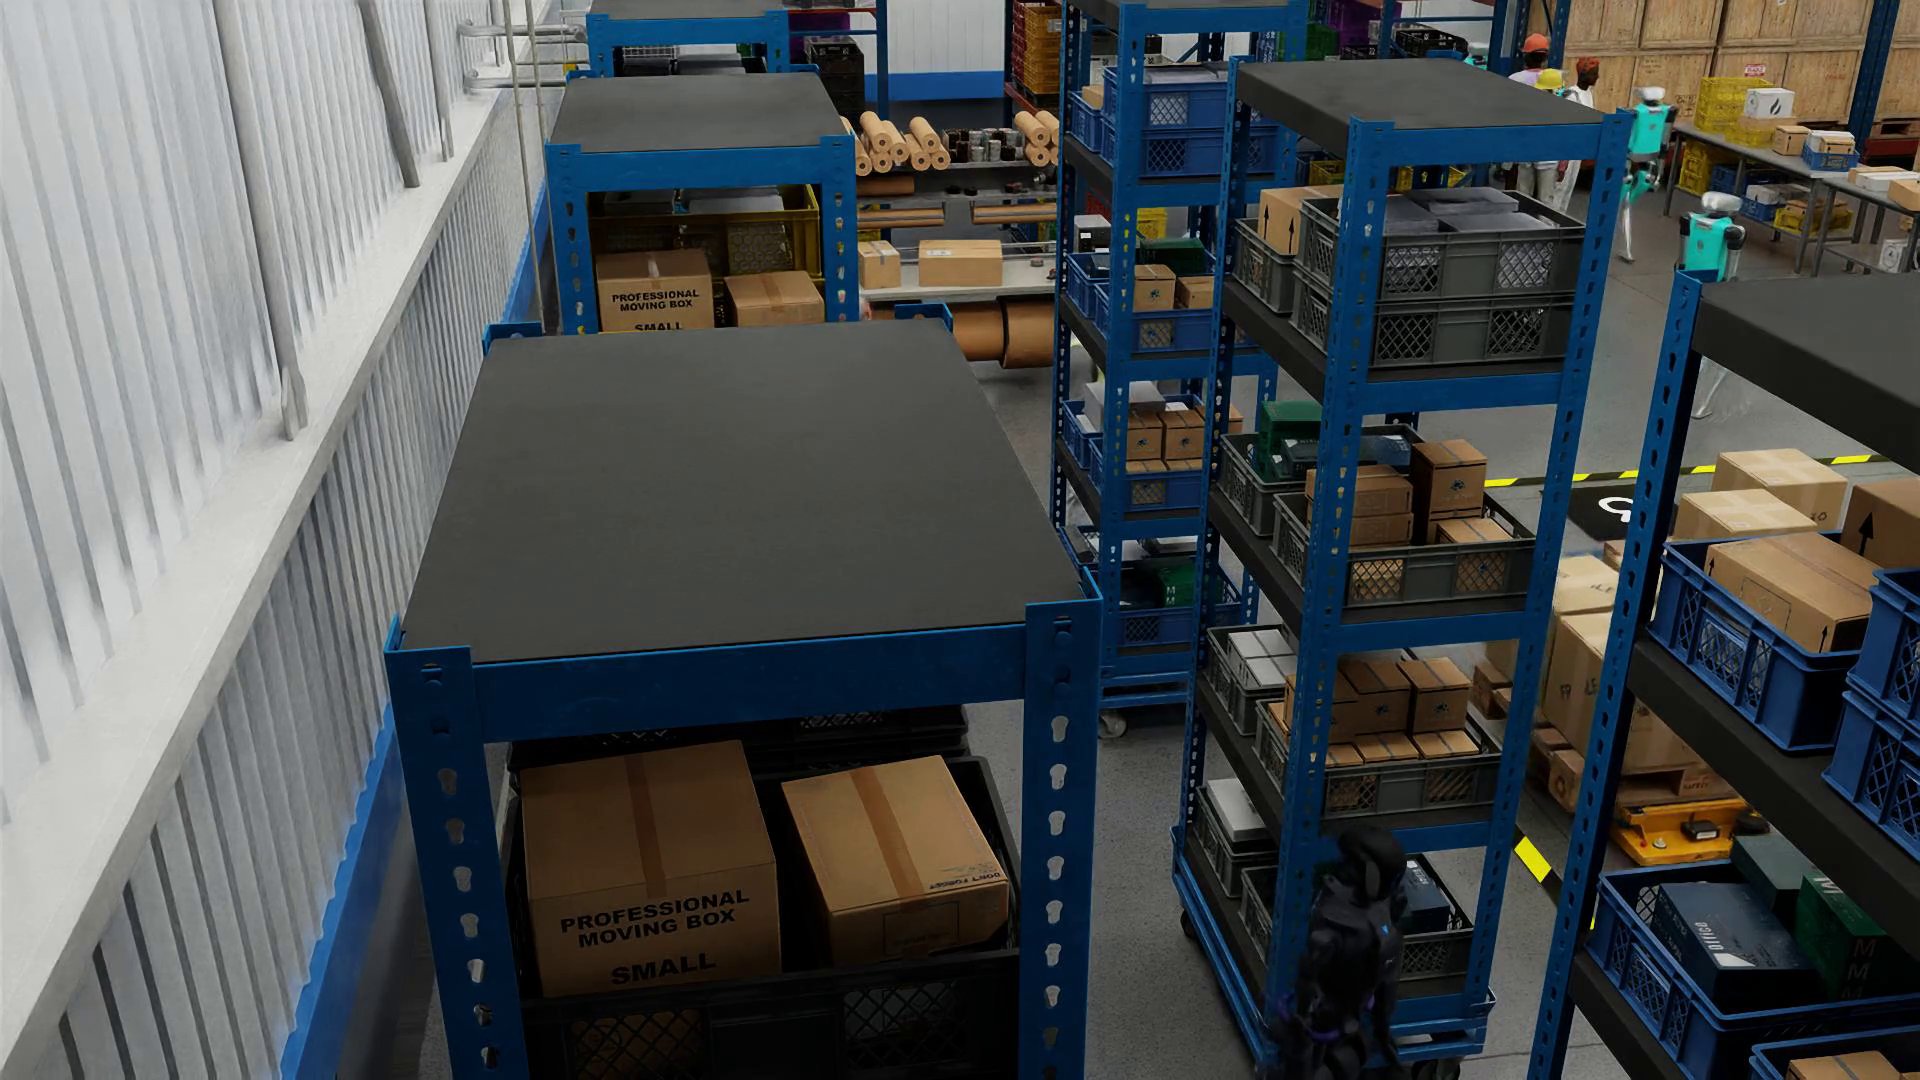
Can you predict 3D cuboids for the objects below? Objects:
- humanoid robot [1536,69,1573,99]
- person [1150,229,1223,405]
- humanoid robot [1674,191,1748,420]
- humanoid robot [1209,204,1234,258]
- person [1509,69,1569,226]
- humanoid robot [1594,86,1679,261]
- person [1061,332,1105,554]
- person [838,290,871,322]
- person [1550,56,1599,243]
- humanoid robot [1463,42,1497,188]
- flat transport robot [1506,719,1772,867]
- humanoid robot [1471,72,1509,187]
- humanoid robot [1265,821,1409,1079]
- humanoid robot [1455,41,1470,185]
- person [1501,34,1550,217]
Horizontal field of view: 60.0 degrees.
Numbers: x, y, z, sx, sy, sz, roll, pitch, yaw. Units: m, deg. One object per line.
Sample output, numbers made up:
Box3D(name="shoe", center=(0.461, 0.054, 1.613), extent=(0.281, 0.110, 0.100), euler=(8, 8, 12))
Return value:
Box3D(name="humanoid robot", center=(6.101, -3.982, 17.271), extent=(0.552, 1.822, 0.797), euler=(16, 29, 32))
Box3D(name="person", center=(1.464, -1.104, 10.807), extent=(0.590, 1.848, 0.401), euler=(-2, 25, -4))
Box3D(name="humanoid robot", center=(5.556, -1.729, 12.139), extent=(0.735, 1.677, 0.533), euler=(-12, 27, -24))
Box3D(name="humanoid robot", center=(2.618, -3.603, 16.465), extent=(0.596, 1.631, 0.493), euler=(17, 30, 33))
Box3D(name="person", center=(5.807, -3.794, 16.682), extent=(0.587, 1.826, 0.404), euler=(23, 33, 40))
Box3D(name="humanoid robot", center=(6.578, -3.566, 16.418), extent=(0.553, 1.880, 0.836), euler=(-2, 25, -5))
Box3D(name="person", center=(0.823, -0.631, 9.796), extent=(0.430, 1.837, 0.620), euler=(10, 27, 21))
Box3D(name="person", center=(-0.854, -0.985, 10.488), extent=(0.595, 1.901, 1.003), euler=(-14, 28, -28))
Box3D(name="person", center=(6.265, -3.990, 17.050), extent=(0.339, 1.877, 0.571), euler=(19, 31, 35))
Box3D(name="humanoid robot", center=(5.792, -4.596, 18.517), extent=(0.542, 1.780, 0.666), euler=(-9, 26, -19))
Box3D(name="flat transport robot", center=(3.208, 1.052, 7.979), extent=(0.652, 0.197, 1.431), euler=(-4, 25, -8))
Box3D(name="humanoid robot", center=(5.489, -4.104, 17.571), extent=(0.634, 1.634, 0.590), euler=(14, 28, 27))
Box3D(name="humanoid robot", center=(1.086, 1.559, 5.240), extent=(0.642, 1.628, 0.586), euler=(22, 32, 39))
Box3D(name="humanoid robot", center=(5.762, -4.954, 19.364), extent=(0.599, 1.657, 0.315), euler=(9, 26, 19))
Box3D(name="person", center=(5.886, -4.223, 17.361), extent=(0.614, 2.039, 0.379), euler=(-5, 25, -10))
